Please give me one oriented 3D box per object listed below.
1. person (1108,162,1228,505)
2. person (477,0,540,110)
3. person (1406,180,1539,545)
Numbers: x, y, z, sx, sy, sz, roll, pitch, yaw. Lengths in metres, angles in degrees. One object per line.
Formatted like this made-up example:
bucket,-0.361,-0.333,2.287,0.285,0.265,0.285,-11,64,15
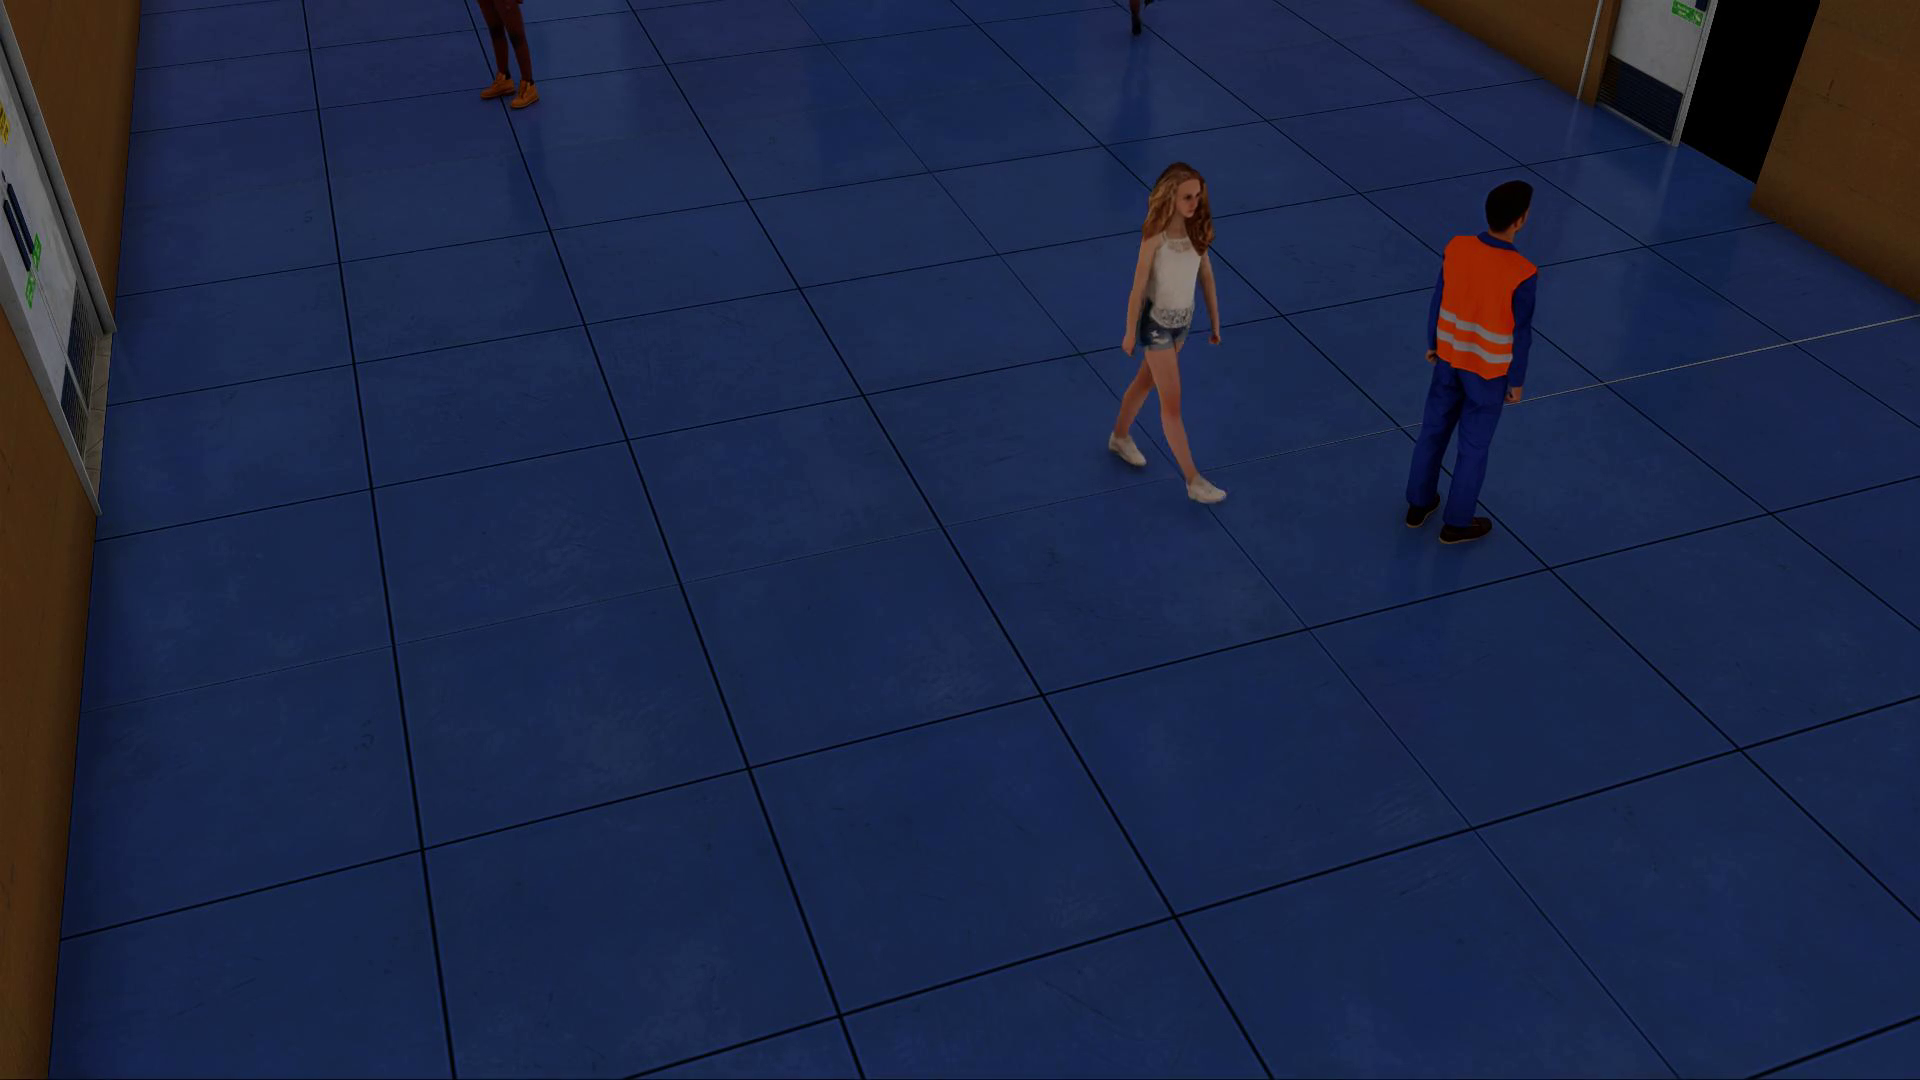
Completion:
person,0.943,-1.054,8.268,1.093,1.681,0.919,-27,44,-31
person,-3.410,-4.070,12.249,0.721,1.726,0.750,27,44,31
person,2.408,-0.819,7.802,0.733,1.864,0.769,-27,44,-31
